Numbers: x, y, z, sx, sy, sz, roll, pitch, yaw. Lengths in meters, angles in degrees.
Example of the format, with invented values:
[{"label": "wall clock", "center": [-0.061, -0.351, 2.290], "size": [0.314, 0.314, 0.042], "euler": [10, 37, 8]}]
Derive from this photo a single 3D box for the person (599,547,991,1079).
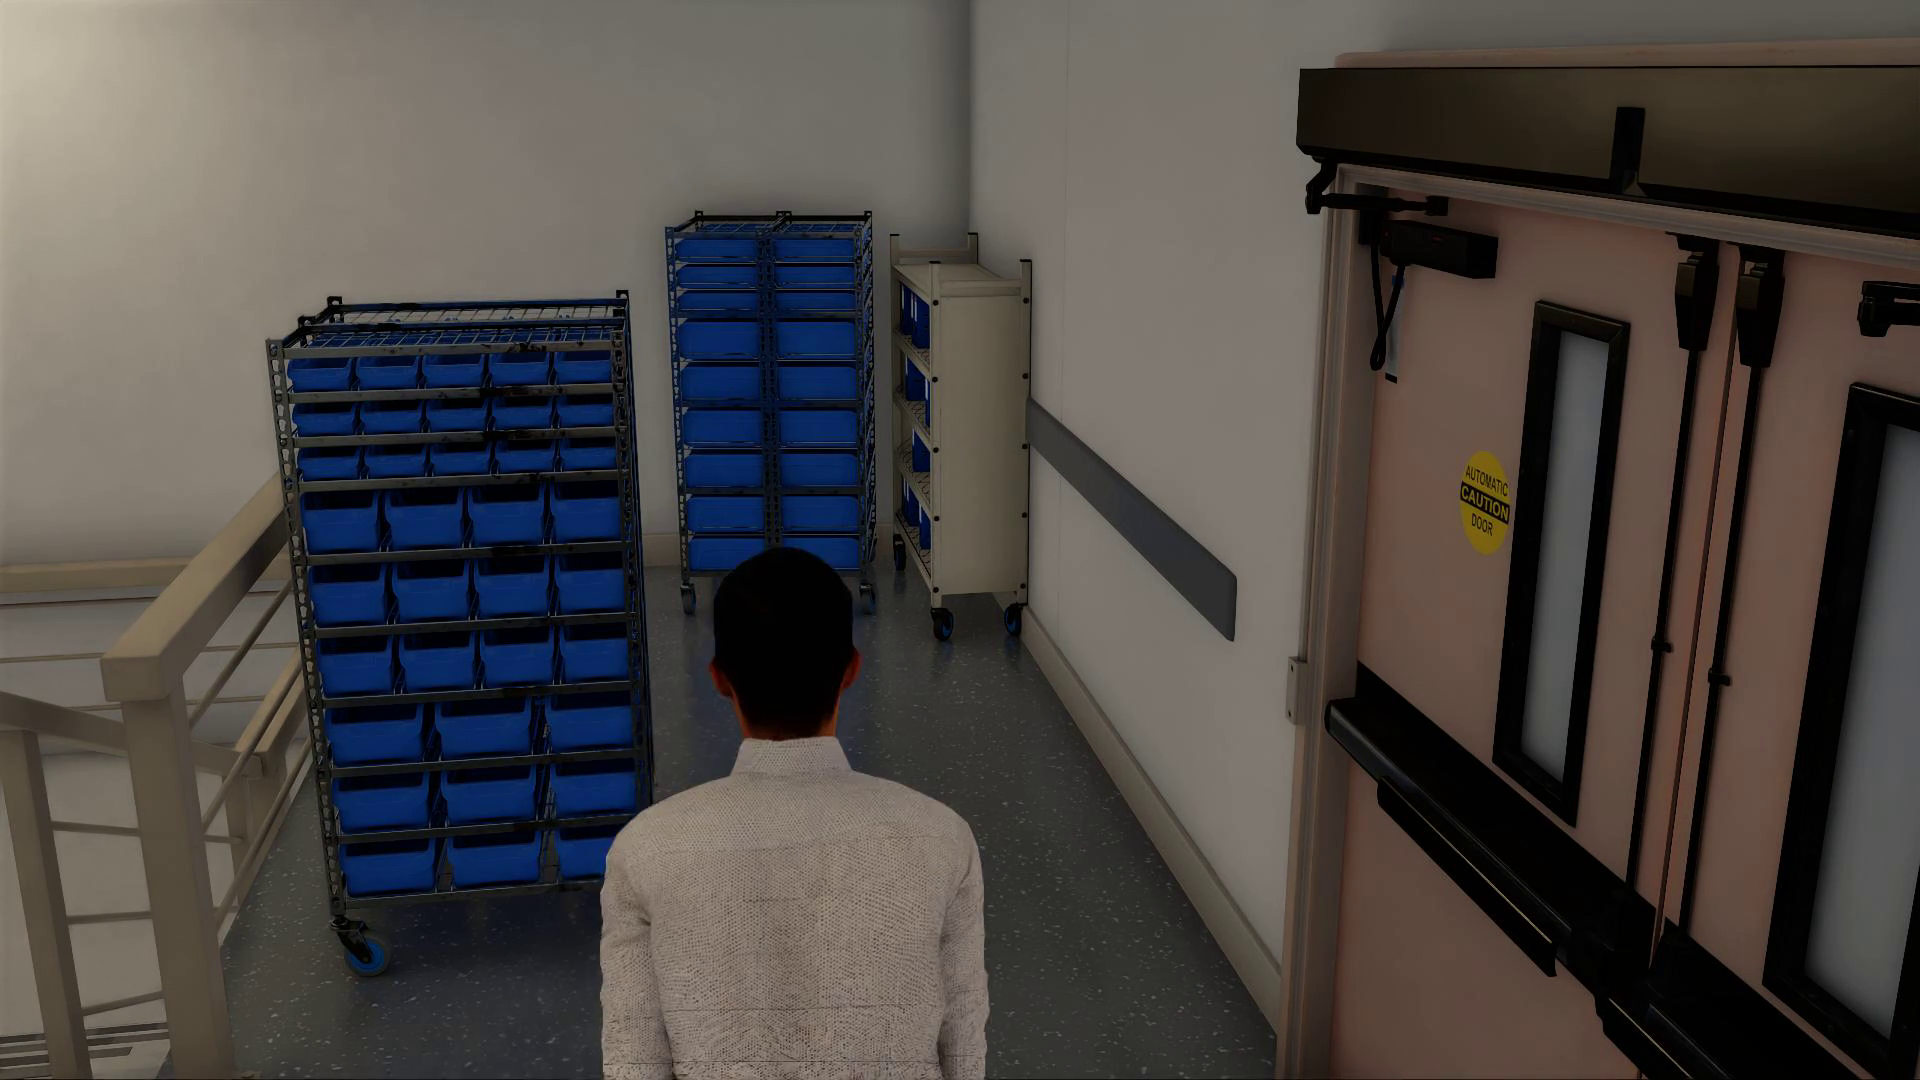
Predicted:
[{"label": "person", "center": [-0.205, 0.927, 2.152], "size": [0.706, 1.796, 0.680], "euler": [0, 16, 0]}]
